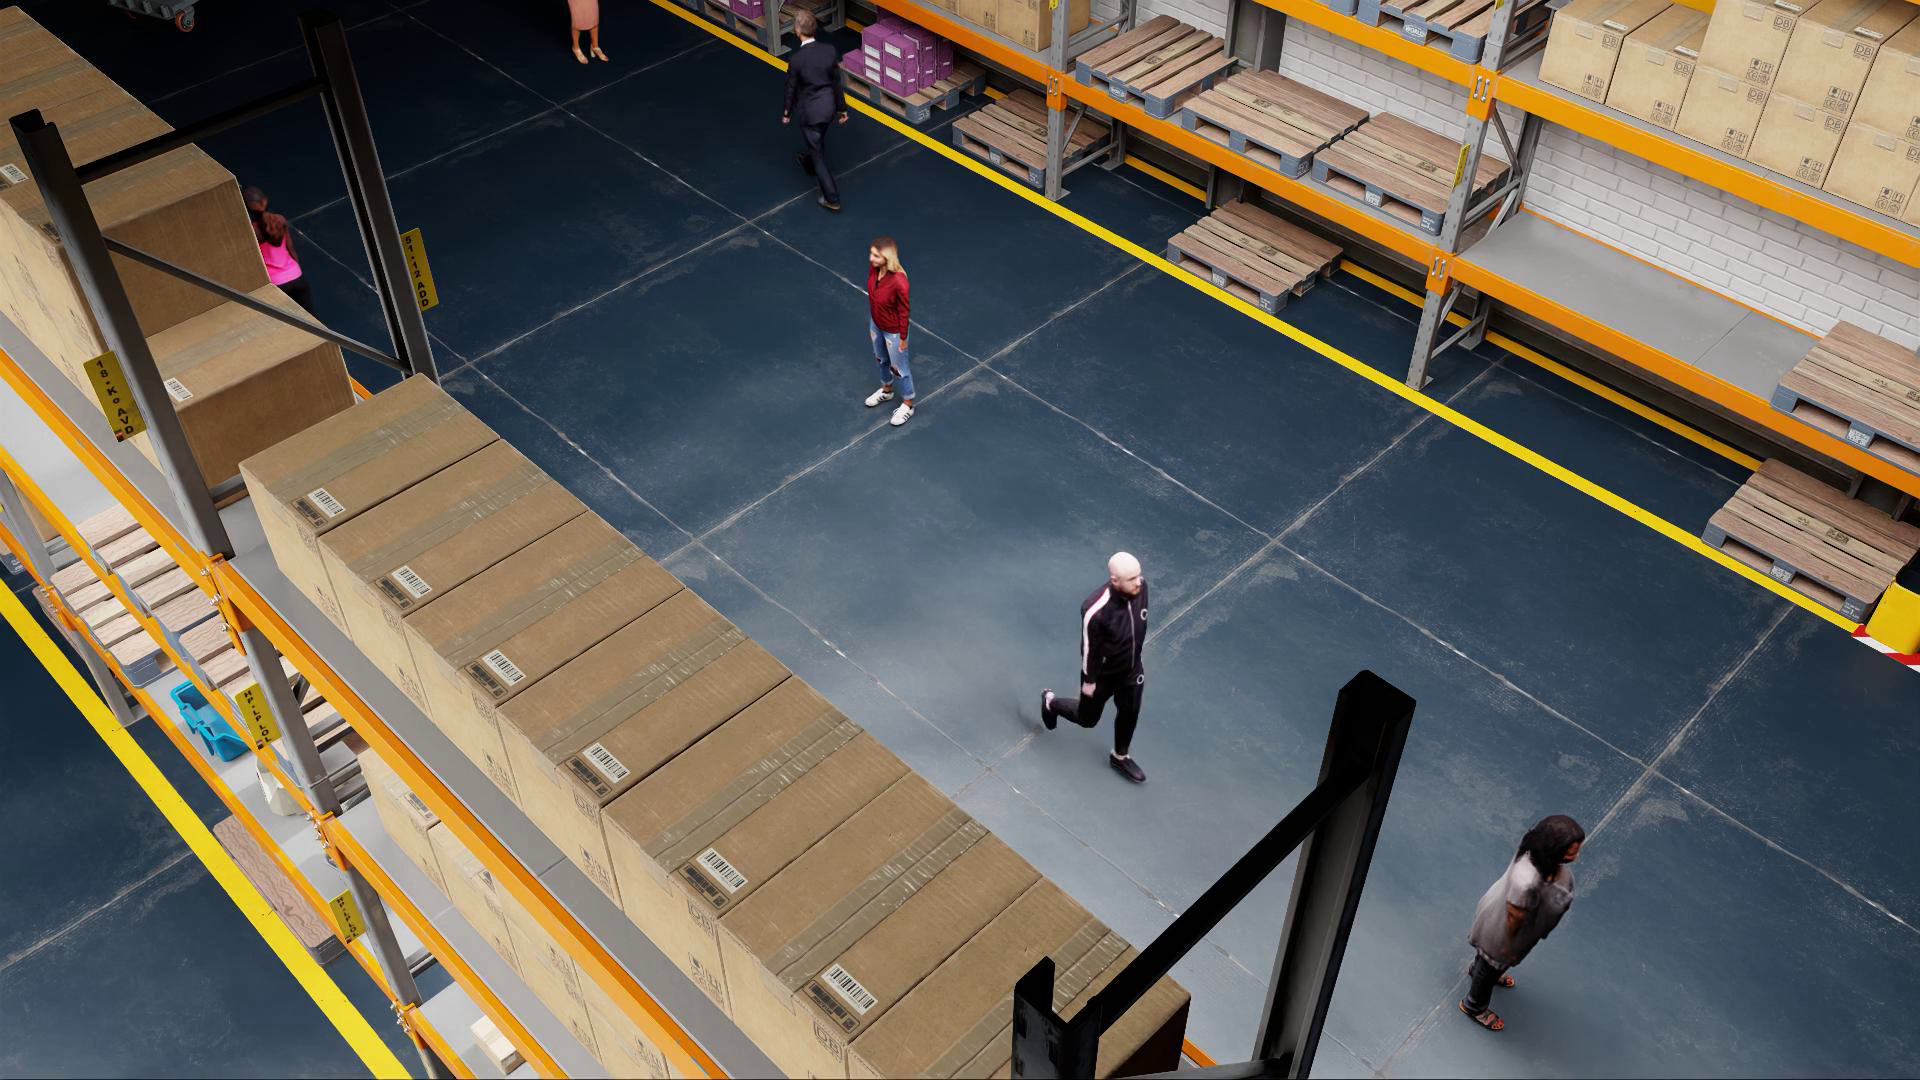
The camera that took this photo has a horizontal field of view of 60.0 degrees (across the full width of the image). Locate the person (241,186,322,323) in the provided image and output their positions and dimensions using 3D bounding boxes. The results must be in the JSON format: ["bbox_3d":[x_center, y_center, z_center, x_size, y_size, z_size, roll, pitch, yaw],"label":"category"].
[{"bbox_3d":[-5.305,-2.006,13.065,0.532,1.718,0.525,-34,53,-31],"label":"person"}]

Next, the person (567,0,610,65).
[{"bbox_3d":[-3.895,-5.713,16.875,0.536,1.829,0.606,33,53,30],"label":"person"}]

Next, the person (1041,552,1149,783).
[{"bbox_3d":[0.843,0.727,10.124,0.732,1.816,1.042,-31,52,-28],"label":"person"}]

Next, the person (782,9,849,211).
[{"bbox_3d":[-1.267,-3.813,14.926,0.787,1.766,1.195,-27,50,-25],"label":"person"}]

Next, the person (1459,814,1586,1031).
[{"bbox_3d":[2.980,1.998,8.937,0.764,1.612,0.730,19,47,19],"label":"person"}]

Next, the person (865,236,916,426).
[{"bbox_3d":[-0.537,-1.637,12.739,0.665,1.631,0.463,-30,51,-27],"label":"person"}]
